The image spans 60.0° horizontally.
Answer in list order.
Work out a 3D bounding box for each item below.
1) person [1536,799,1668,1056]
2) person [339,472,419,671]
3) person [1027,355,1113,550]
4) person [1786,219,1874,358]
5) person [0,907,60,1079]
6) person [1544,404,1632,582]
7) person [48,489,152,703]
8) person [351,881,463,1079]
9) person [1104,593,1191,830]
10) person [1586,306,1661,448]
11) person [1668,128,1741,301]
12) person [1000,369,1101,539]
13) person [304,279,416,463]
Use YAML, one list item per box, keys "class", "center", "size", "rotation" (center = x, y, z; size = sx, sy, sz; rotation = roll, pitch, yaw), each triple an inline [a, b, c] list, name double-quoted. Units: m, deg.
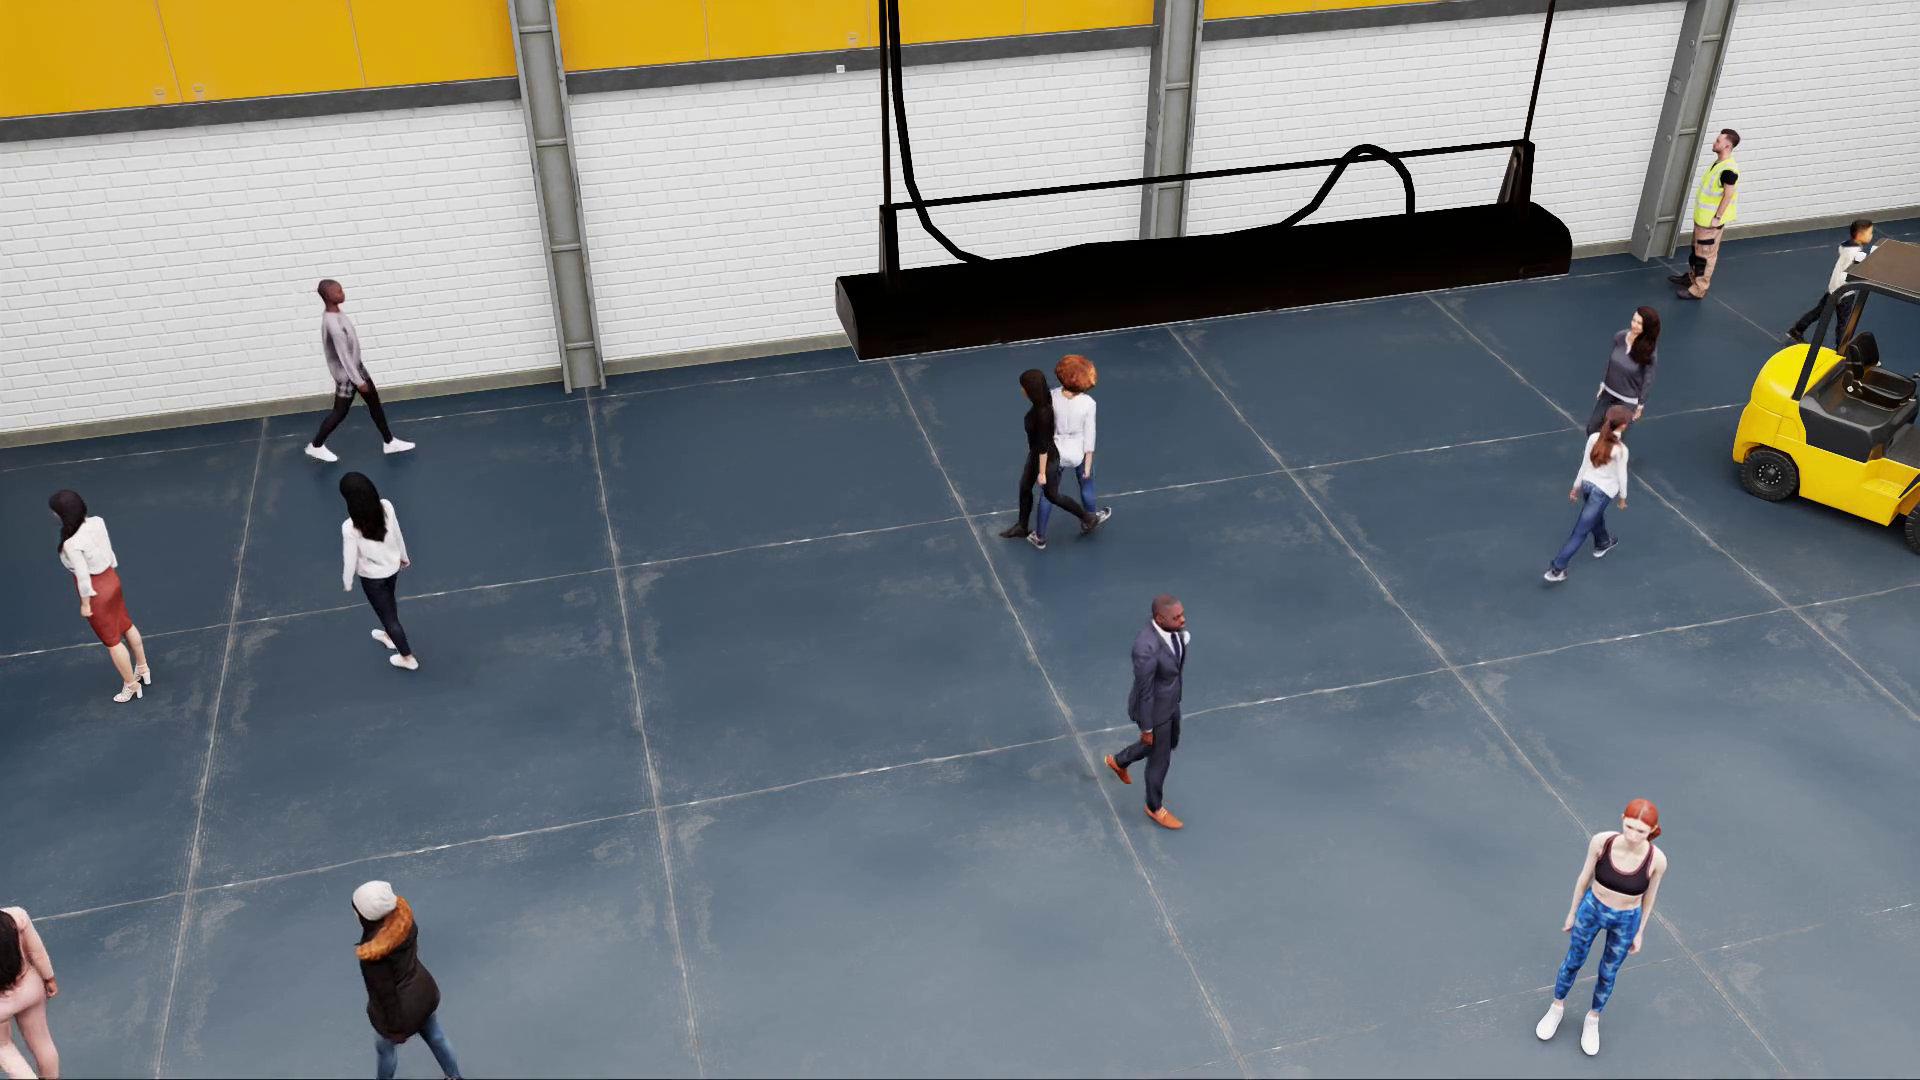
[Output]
- class: "person"
  center: [3.596, 2.136, 9.257]
  size: [0.684, 1.784, 0.749]
  rotation: [15, 36, 21]
- class: "person"
  center: [-4.195, 0.253, 12.176]
  size: [0.944, 1.689, 0.879]
  rotation: [17, 37, 23]
- class: "person"
  center: [0.844, -0.675, 13.586]
  size: [1.057, 1.674, 1.103]
  rotation: [12, 36, 18]
- class: "person"
  center: [8.728, -2.532, 16.591]
  size: [1.036, 1.440, 0.906]
  rotation: [12, 35, 17]
- class: "person"
  center: [-4.999, 2.488, 8.792]
  size: [0.831, 1.713, 0.876]
  rotation: [-29, 43, -36]
- class: "person"
  center: [4.997, -0.330, 13.220]
  size: [1.187, 1.505, 0.740]
  rotation: [-18, 38, -25]
- class: "person"
  center: [-6.149, 0.392, 11.909]
  size: [0.614, 1.752, 0.655]
  rotation: [2, 34, 2]
- class: "person"
  center: [-2.920, 2.464, 8.921]
  size: [0.975, 1.611, 0.831]
  rotation: [3, 34, 5]
- class: "person"
  center: [1.219, 1.066, 10.847]
  size: [1.034, 1.805, 0.966]
  rotation: [15, 37, 22]
- class: "person"
  center: [5.775, -1.255, 14.382]
  size: [0.862, 1.758, 0.753]
  rotation: [-19, 38, -26]
- class: "person"
  center: [7.956, -3.467, 17.631]
  size: [0.865, 1.845, 0.830]
  rotation: [6, 34, 10]
- class: "person"
  center: [0.771, -0.653, 13.620]
  size: [1.087, 1.599, 0.715]
  rotation: [-4, 34, -6]
- class: "person"
  center: [-5.513, -1.446, 14.687]
  size: [1.170, 1.738, 0.648]
  rotation: [-7, 34, -10]
